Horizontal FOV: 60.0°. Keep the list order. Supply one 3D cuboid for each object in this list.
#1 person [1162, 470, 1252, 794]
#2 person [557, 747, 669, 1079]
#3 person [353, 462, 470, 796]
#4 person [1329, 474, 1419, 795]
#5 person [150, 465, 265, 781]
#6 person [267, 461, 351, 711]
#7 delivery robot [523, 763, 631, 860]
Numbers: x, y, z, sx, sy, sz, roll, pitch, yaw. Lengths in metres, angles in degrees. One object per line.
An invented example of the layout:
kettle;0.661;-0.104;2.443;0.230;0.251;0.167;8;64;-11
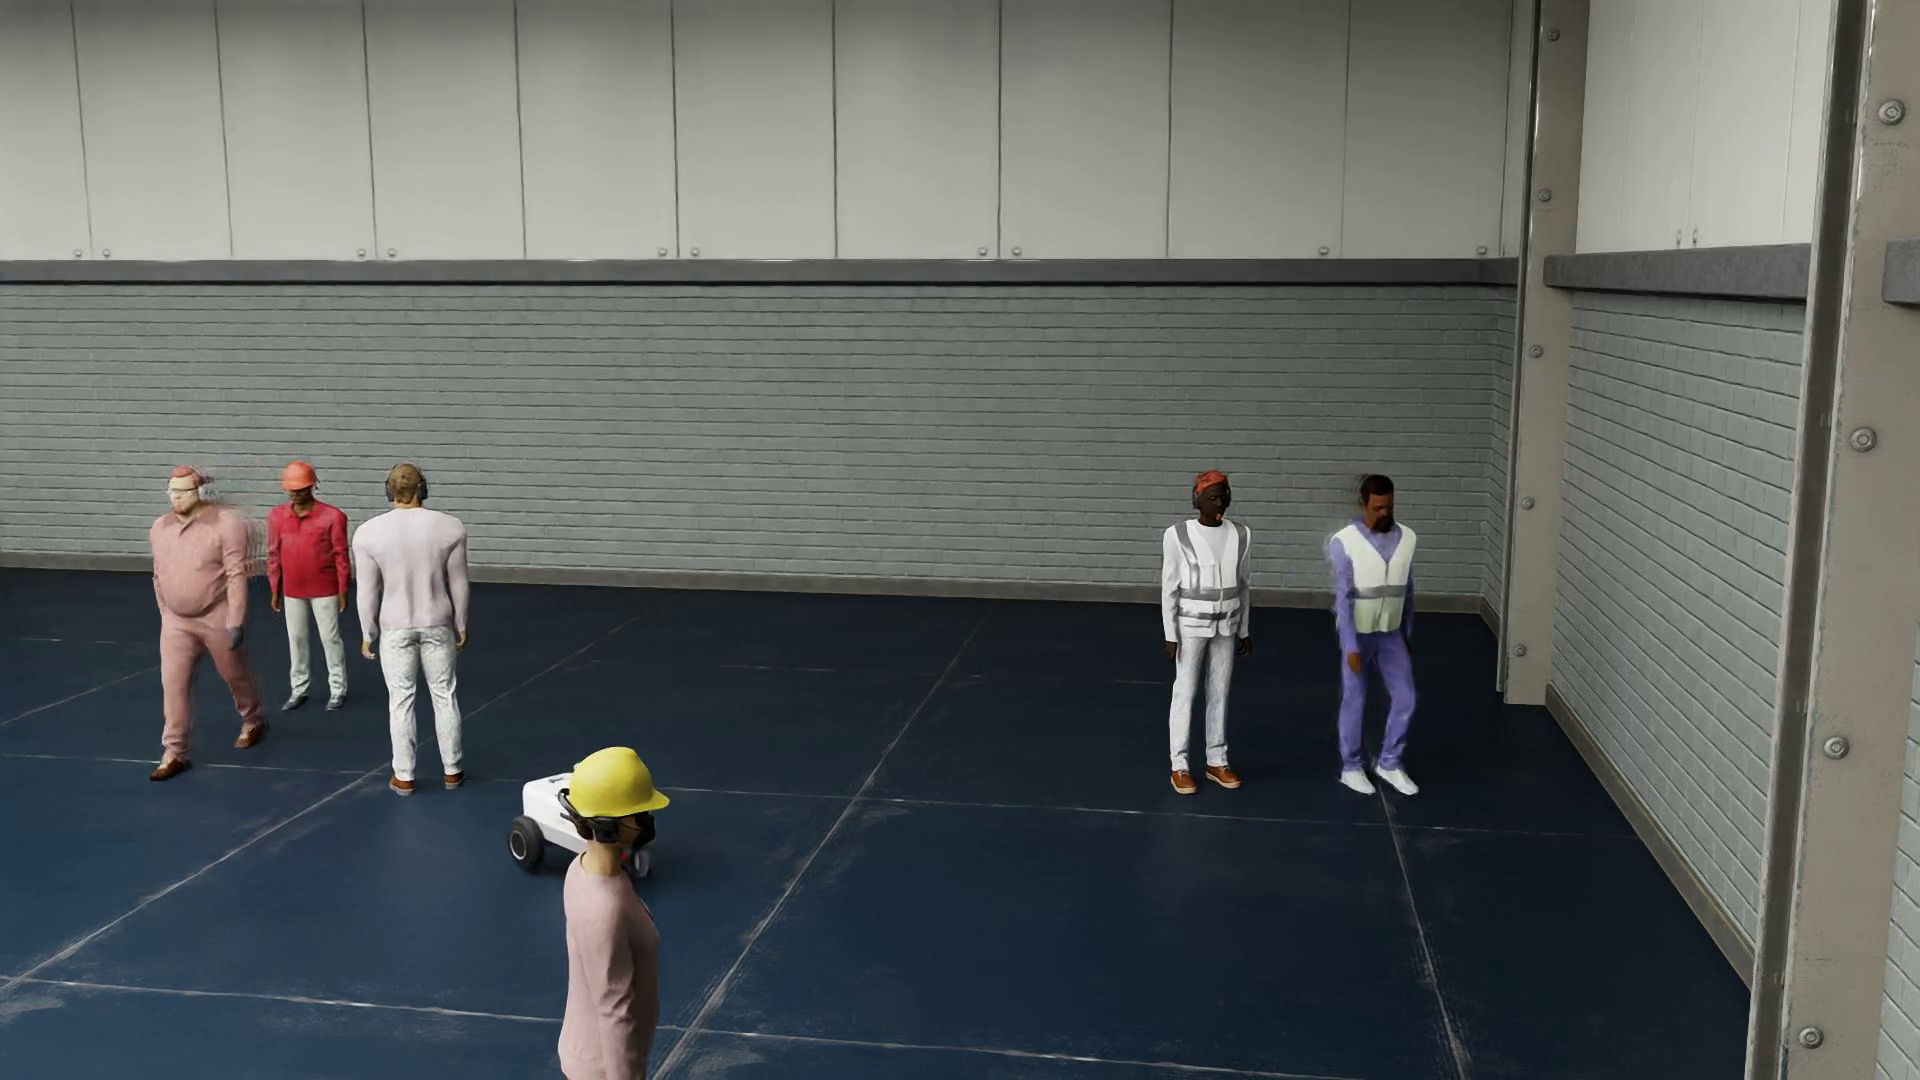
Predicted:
person;1.444;0.532;9.705;0.575;1.883;0.355;-4;10;-21
person;-0.934;1.426;4.545;0.313;1.769;0.523;-3;10;-19
person;-3.159;0.516;9.642;0.628;1.936;0.377;-4;10;-22
person;2.388;0.557;9.546;0.603;1.886;0.601;-4;10;-21
person;-4.647;0.457;10.229;0.650;1.869;0.980;1;9;3
person;-4.485;0.319;11.448;0.572;1.743;0.351;0;9;3
delivery robot;-1.885;1.364;8.366;0.707;0.478;0.477;9;13;43
